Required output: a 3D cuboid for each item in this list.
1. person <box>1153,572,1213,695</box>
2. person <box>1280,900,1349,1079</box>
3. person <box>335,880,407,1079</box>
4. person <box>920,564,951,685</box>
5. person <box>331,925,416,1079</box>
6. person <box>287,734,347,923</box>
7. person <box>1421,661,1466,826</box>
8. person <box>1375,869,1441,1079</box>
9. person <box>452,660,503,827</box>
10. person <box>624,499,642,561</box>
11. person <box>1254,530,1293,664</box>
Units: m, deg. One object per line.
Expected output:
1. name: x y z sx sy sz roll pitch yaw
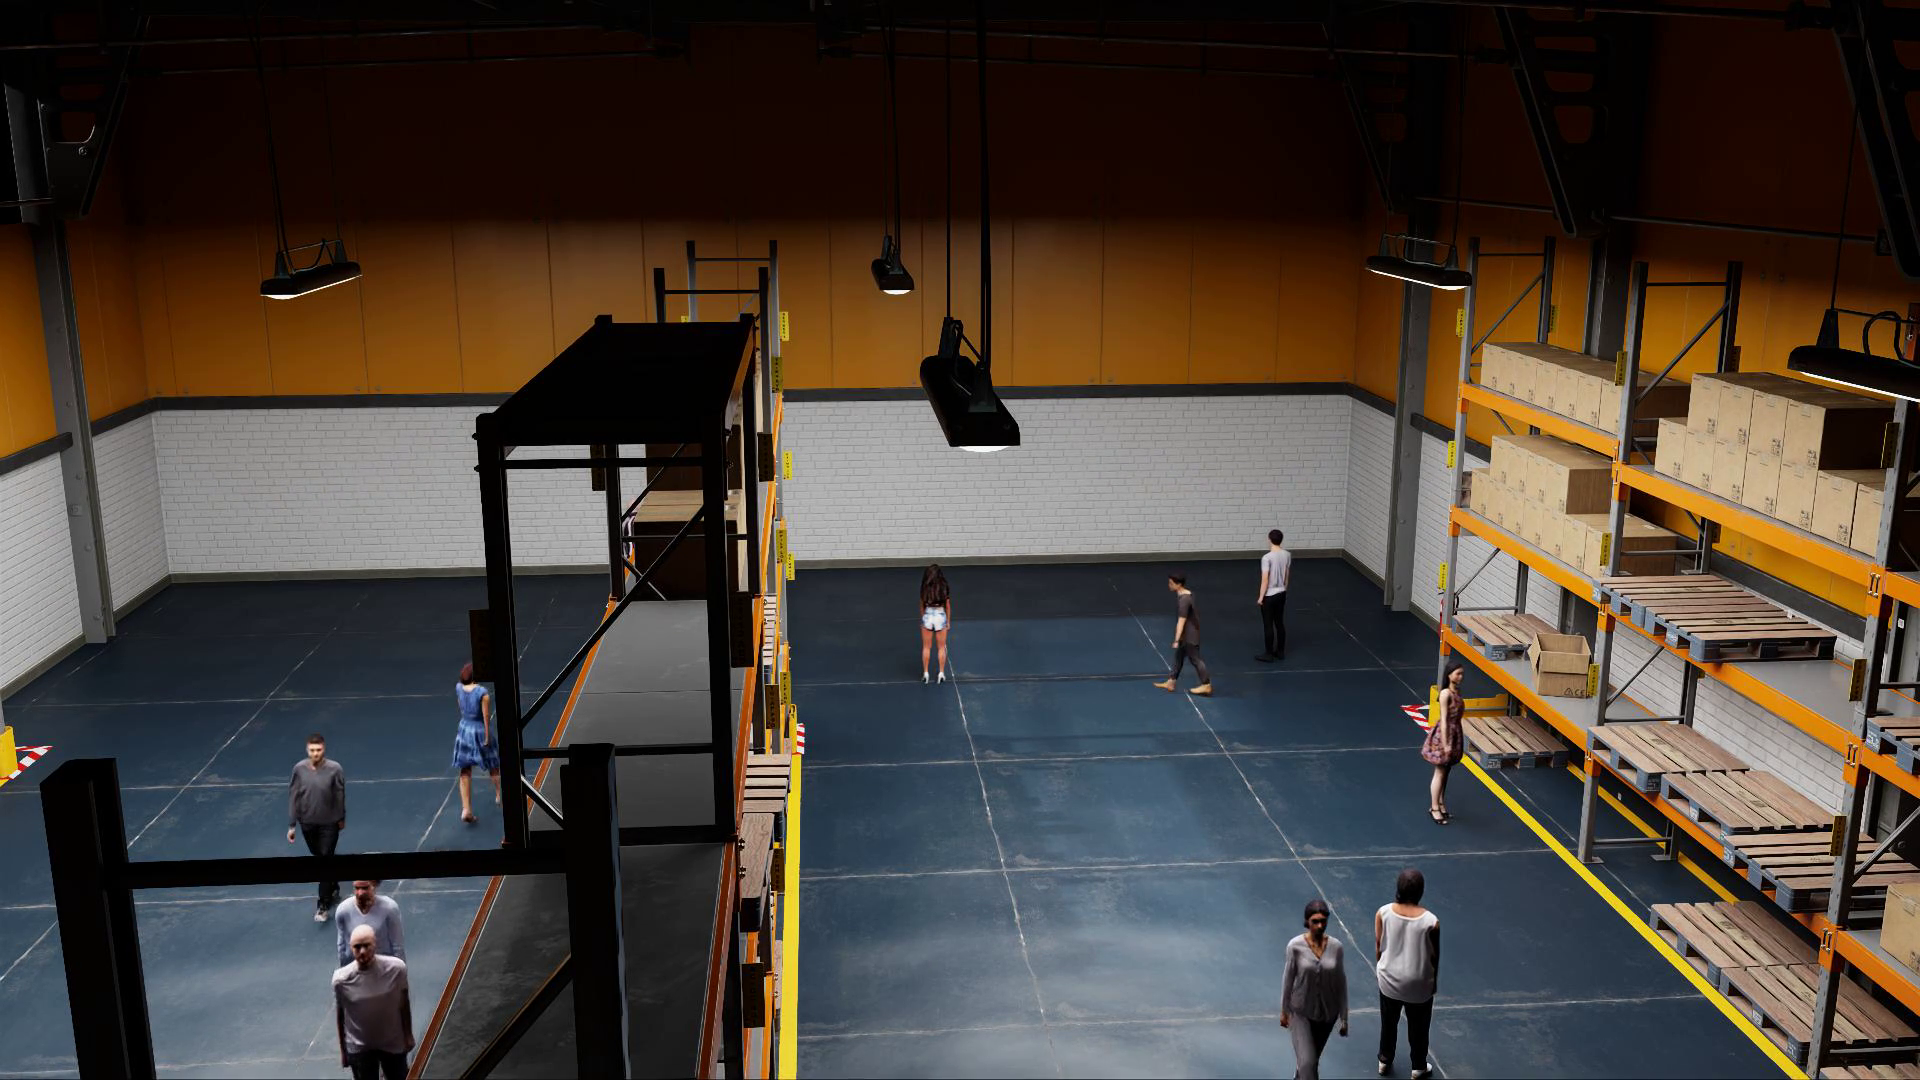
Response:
1. person: 3.053 1.229 21.642 0.800 1.654 0.980 3 14 12
2. person: 2.584 3.460 12.272 0.618 1.727 1.063 -1 14 -5
3. person: -4.438 3.296 12.644 0.688 1.871 0.909 -1 14 -5
4. person: -0.342 1.118 22.171 0.577 1.620 0.595 1 14 2
5. person: -4.116 3.537 11.767 0.778 1.816 0.898 -4 14 -18
6. person: -6.004 2.637 15.670 0.678 1.728 1.003 0 14 1
7. person: 5.175 2.134 17.650 0.866 1.774 0.797 9 16 34
8. person: 3.446 3.343 12.833 0.764 1.691 0.805 9 16 32
9. person: -5.158 2.164 17.529 0.867 1.772 1.045 4 14 17
10. person: -4.875 0.272 25.206 0.808 1.837 0.651 4 14 16
11. person: 4.363 0.770 23.096 0.745 1.862 0.730 -9 16 -33
